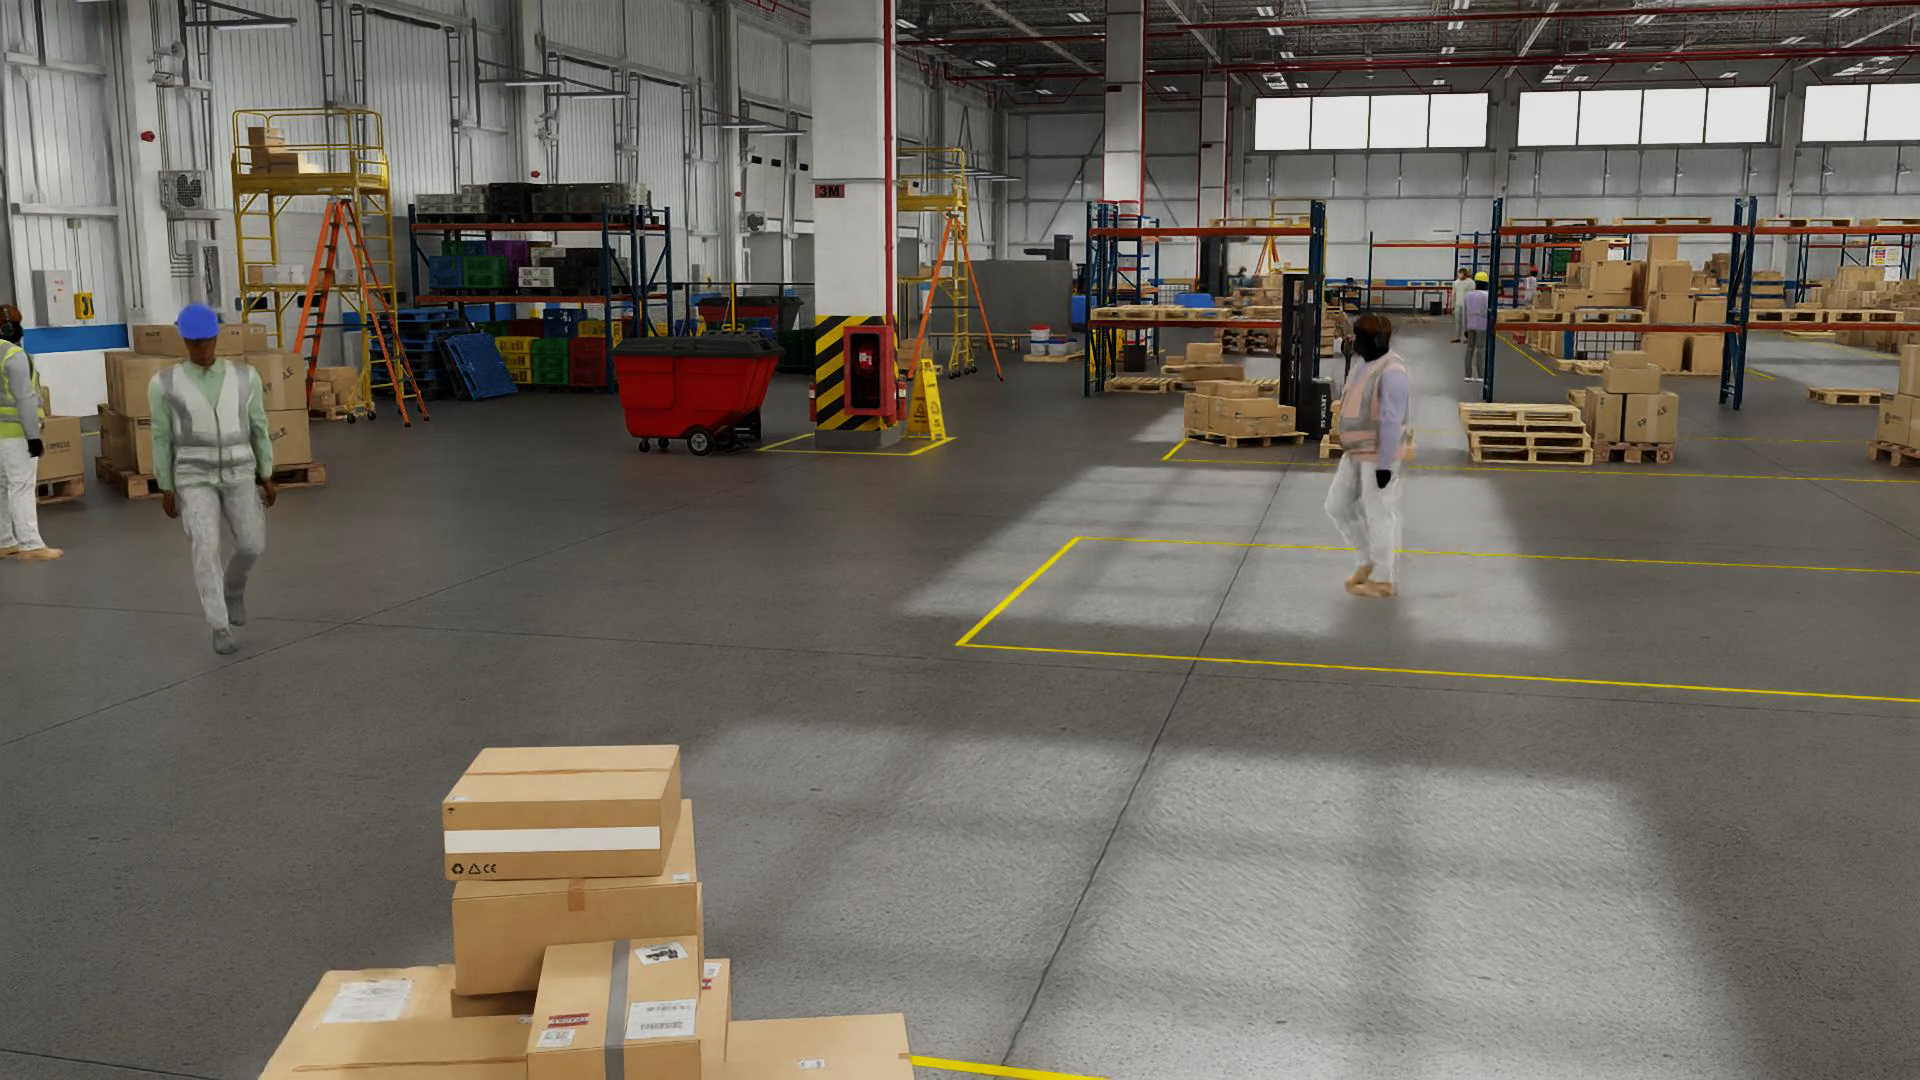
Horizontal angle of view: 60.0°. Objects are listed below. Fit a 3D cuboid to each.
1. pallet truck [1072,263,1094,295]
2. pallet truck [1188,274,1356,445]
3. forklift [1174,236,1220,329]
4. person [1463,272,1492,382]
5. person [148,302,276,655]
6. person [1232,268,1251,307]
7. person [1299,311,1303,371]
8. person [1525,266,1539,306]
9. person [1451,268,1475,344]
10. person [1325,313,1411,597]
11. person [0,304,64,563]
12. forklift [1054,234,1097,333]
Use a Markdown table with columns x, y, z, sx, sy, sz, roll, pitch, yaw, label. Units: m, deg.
| x | y | z | sx | sy | sz | roll | pitch | yaw | label |
| --- | --- | --- | --- | --- | --- | --- | --- | --- | --- |
| 4.325 | -8.180 | 55.162 | 0.823 | 1.965 | 1.885 | 6 | 11 | 31 | pallet truck |
| 3.653 | -2.138 | 19.590 | 1.885 | 1.965 | 0.823 | -4 | 10 | -20 | pallet truck |
| 7.541 | -7.835 | 50.538 | 1.873 | 2.768 | 1.129 | -2 | 10 | -13 | forklift |
| 9.076 | -3.725 | 29.134 | 0.368 | 1.929 | 0.585 | -7 | 12 | -35 | person |
| -4.162 | -0.353 | 9.256 | 0.630 | 1.934 | 0.609 | -7 | 12 | -36 | person |
| 8.638 | -7.422 | 51.066 | 0.644 | 1.880 | 1.042 | -2 | 10 | -14 | person |
| 6.740 | -4.103 | 31.927 | 0.485 | 1.739 | 0.320 | -8 | 13 | -40 | person |
| 17.675 | -7.497 | 51.365 | 0.457 | 1.919 | 0.586 | -1 | 10 | -5 | person |
| 12.770 | -5.953 | 42.290 | 0.389 | 1.927 | 0.646 | -9 | 13 | -42 | person |
| 2.619 | -0.533 | 10.632 | 0.455 | 1.826 | 0.649 | -2 | 10 | -9 | person |
| -6.800 | -0.760 | 11.930 | 0.622 | 1.845 | 0.430 | 6 | 11 | 29 | person |
| 2.934 | -7.338 | 47.610 | 1.873 | 2.768 | 1.129 | 2 | 10 | 14 | forklift |
